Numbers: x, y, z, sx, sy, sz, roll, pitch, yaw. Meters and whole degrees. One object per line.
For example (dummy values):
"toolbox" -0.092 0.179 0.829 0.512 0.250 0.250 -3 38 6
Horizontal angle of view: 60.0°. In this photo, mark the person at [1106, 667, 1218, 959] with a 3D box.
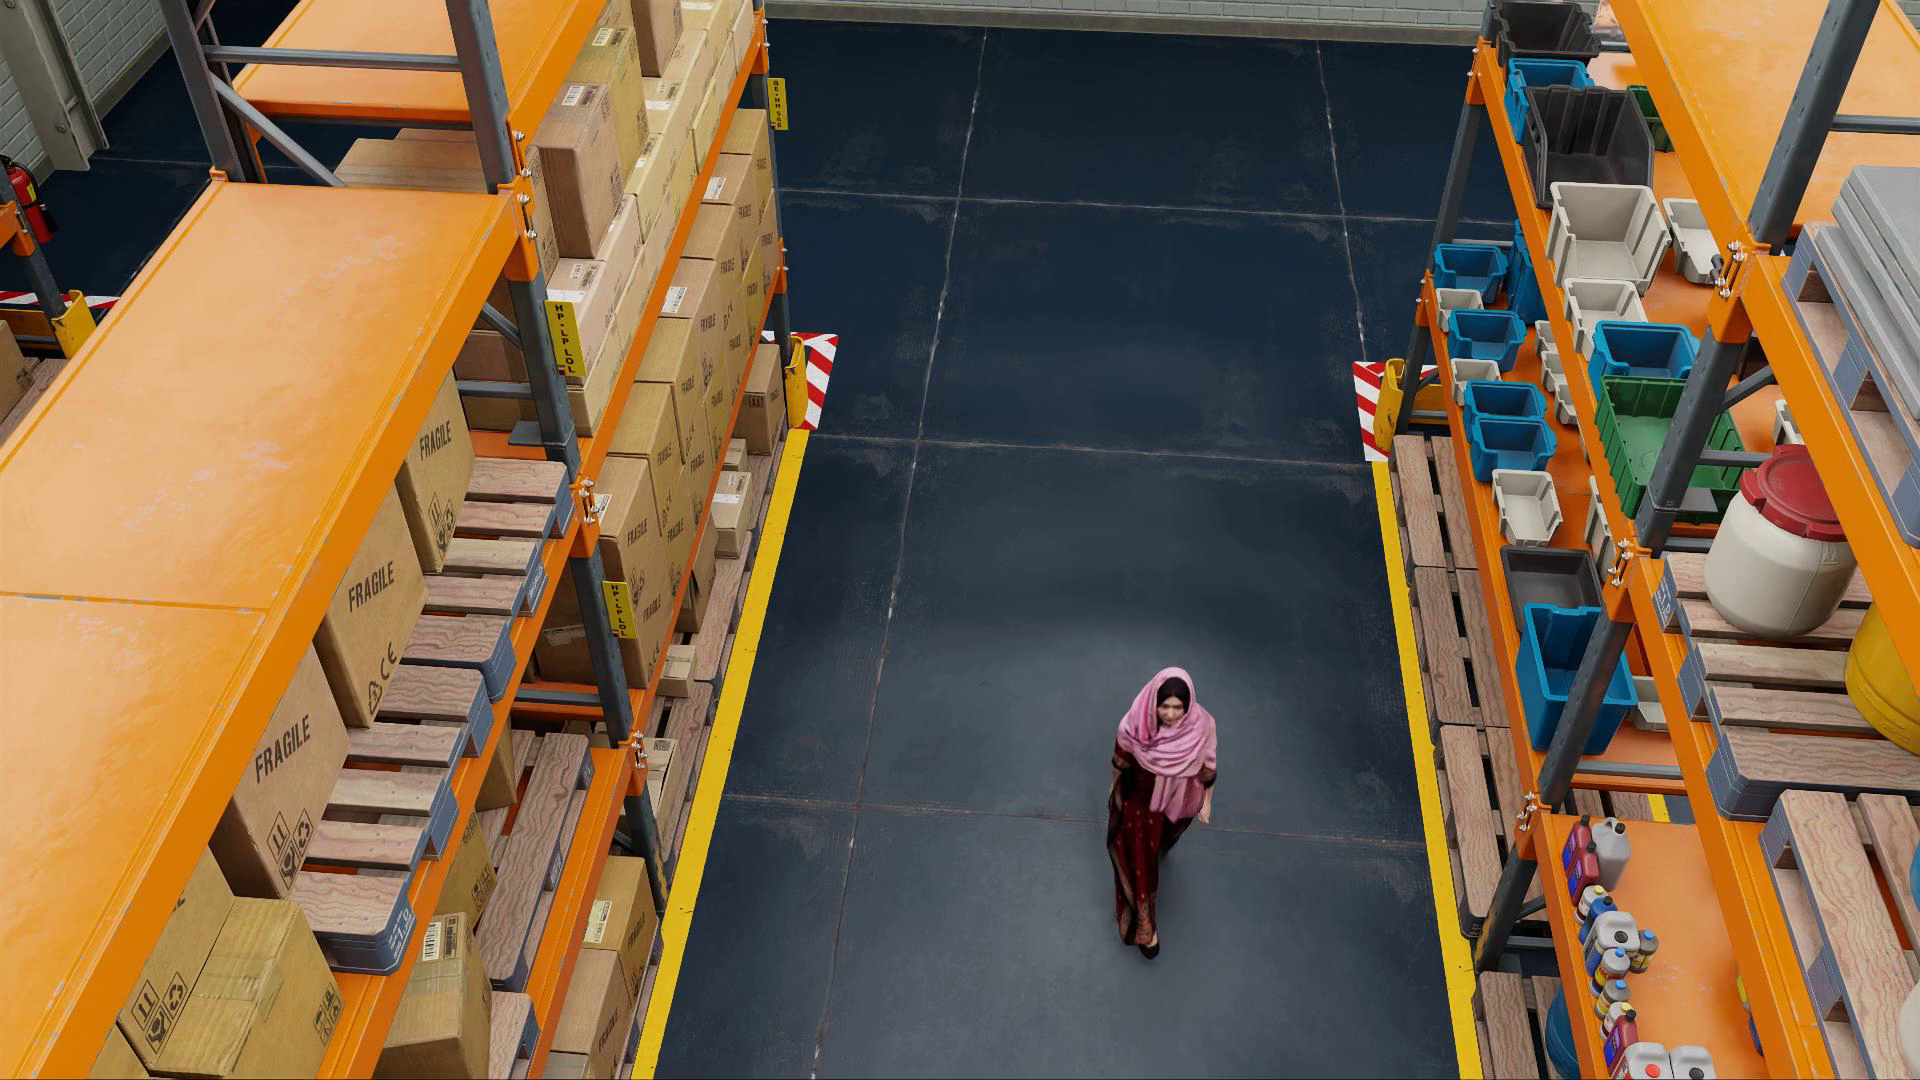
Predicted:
"person" 0.933 1.129 7.825 0.732 1.605 1.096 -1 43 -1
